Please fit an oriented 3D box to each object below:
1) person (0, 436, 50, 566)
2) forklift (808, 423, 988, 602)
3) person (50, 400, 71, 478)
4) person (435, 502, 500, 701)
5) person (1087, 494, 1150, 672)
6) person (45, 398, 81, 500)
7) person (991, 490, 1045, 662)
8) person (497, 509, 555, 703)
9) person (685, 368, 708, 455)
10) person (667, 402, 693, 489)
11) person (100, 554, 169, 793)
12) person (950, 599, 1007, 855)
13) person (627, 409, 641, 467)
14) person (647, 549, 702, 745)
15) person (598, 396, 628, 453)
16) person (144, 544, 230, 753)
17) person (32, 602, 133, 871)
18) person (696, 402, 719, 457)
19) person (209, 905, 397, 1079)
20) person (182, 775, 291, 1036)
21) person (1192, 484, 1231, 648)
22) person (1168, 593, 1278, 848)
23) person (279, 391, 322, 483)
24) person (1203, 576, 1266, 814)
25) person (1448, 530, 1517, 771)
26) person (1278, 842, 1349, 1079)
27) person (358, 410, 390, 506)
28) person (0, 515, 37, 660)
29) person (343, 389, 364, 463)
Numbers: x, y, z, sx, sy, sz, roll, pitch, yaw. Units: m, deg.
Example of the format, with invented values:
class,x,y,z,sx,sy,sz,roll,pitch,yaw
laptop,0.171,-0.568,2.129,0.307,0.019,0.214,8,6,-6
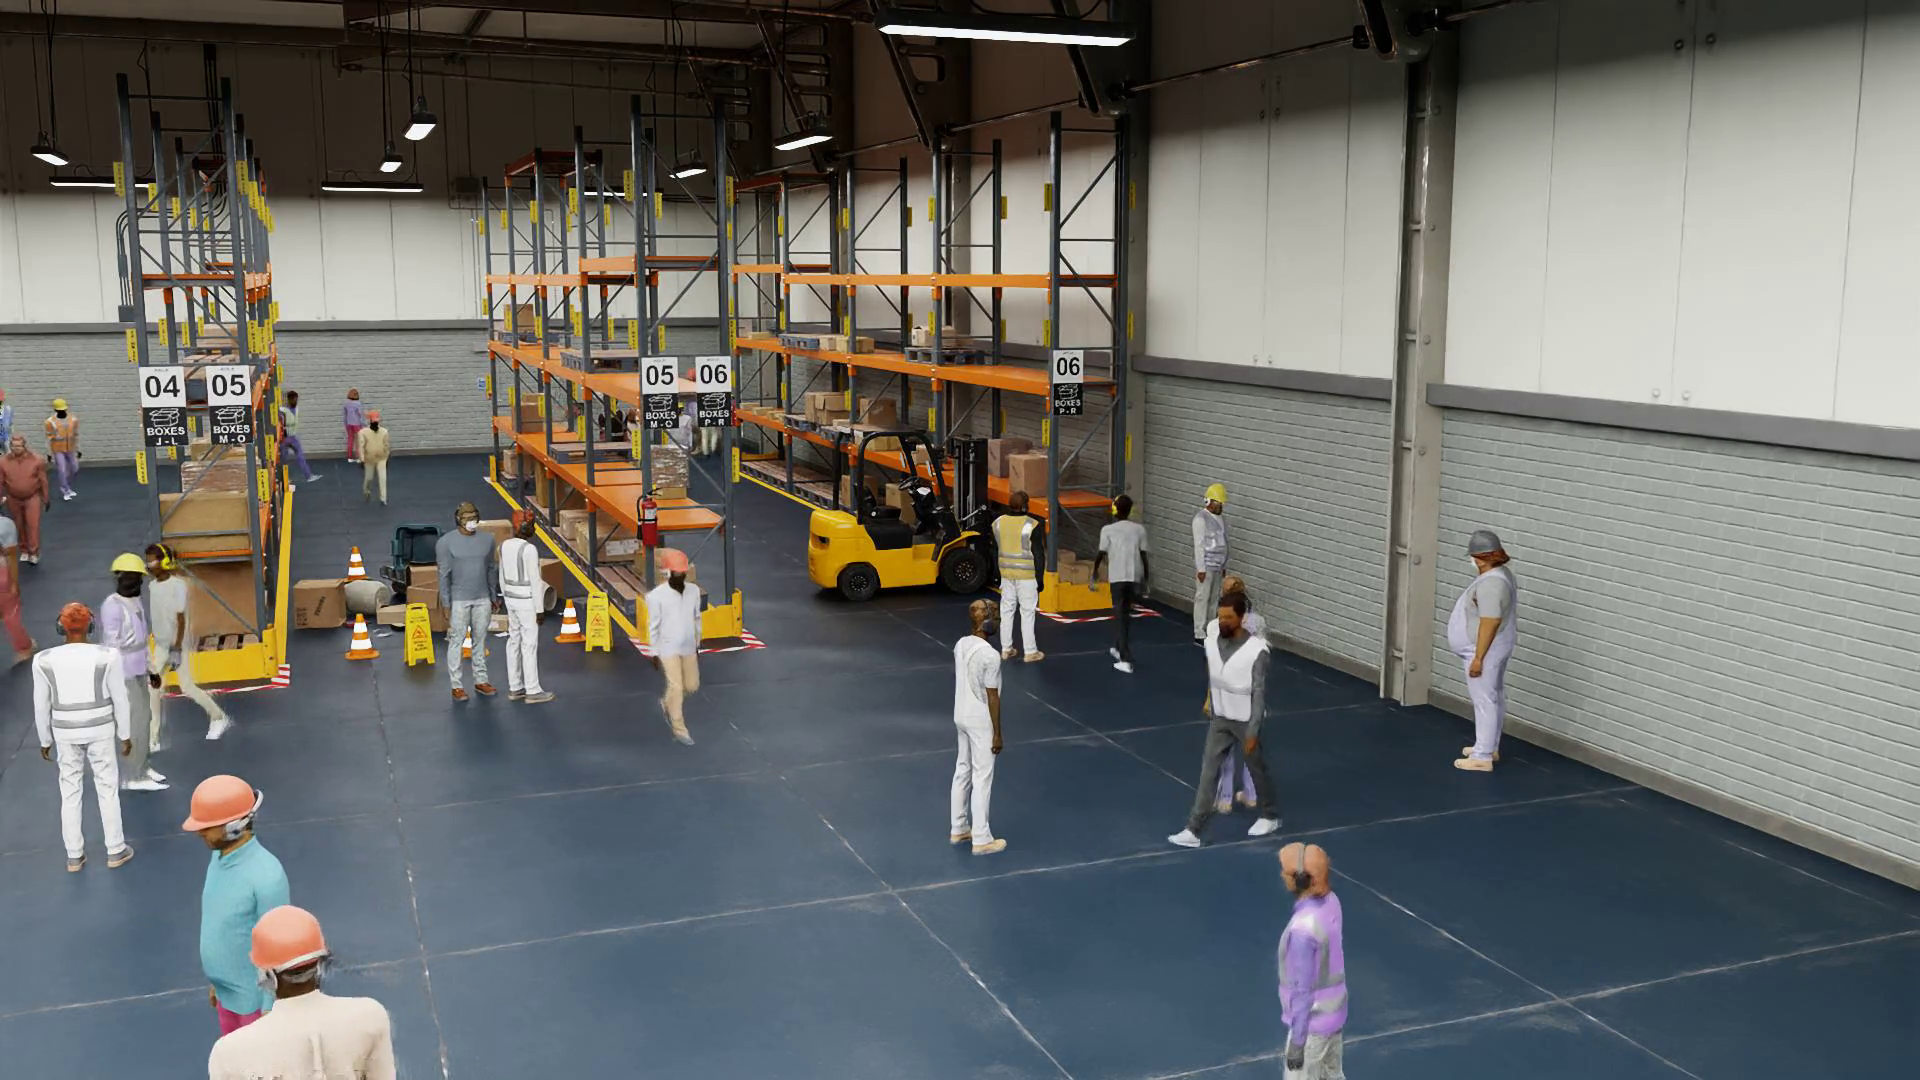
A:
class,x,y,z,sx,sy,sz,roll,pitch,yaw
person,-13.432,-0.566,23.812,0.673,1.852,1.017,-4,10,-22
forklift,-0.830,-0.399,21.676,2.313,2.155,1.214,-4,10,-21
person,-18.369,-2.060,33.930,0.409,1.612,0.543,3,9,17
person,-4.793,0.589,16.261,0.627,1.940,0.371,-9,13,-44
person,1.661,0.432,17.596,0.533,1.834,0.870,-4,10,-21
person,-16.527,-1.673,30.649,0.619,1.893,0.617,6,11,35
person,0.645,0.385,17.845,0.625,1.847,0.429,6,11,32
person,-4.226,0.637,16.122,0.572,1.886,0.354,8,12,40
person,-6.065,-2.968,38.406,0.610,2.018,0.670,6,11,33
person,-5.426,-1.847,32.134,0.532,1.768,0.311,-3,10,-21
person,-6.653,1.072,13.389,0.465,1.888,0.706,-1,9,-9
person,0.135,1.330,11.940,0.348,1.837,0.503,-6,11,-33
person,-6.154,-1.671,31.444,0.266,1.631,0.507,5,10,27
person,-2.539,0.929,14.754,0.568,1.735,0.555,-9,12,-43
person,-6.327,-1.689,30.282,0.378,2.040,0.607,8,12,42
person,-6.841,0.923,14.507,0.514,1.837,0.893,4,10,26
person,-6.082,1.362,11.564,0.586,1.882,0.343,-3,9,-17
person,-5.742,-2.760,37.989,0.569,1.733,0.530,2,9,10
person,-2.341,2.232,5.881,0.630,1.944,1.001,-8,12,-43
person,-3.149,1.987,7.313,0.609,1.985,0.392,8,12,43
person,2.813,0.279,18.567,0.404,1.825,0.587,6,11,35
person,1.980,1.300,12.047,1.057,1.857,0.609,-8,12,-40
person,-13.219,-2.028,33.003,1.000,1.854,0.647,2,9,12
person,2.105,1.189,12.799,0.506,1.839,0.350,-4,10,-22
person,4.364,0.904,13.954,0.535,2.000,0.673,5,10,29
person,1.574,2.141,7.469,0.327,1.630,0.531,4,10,26
person,-10.589,-1.495,30.050,0.565,1.730,0.783,-6,11,-34
person,-10.177,0.345,17.477,0.703,2.000,1.003,-1,9,-5
person,-13.400,-2.524,36.807,0.507,1.631,0.266,3,10,19
